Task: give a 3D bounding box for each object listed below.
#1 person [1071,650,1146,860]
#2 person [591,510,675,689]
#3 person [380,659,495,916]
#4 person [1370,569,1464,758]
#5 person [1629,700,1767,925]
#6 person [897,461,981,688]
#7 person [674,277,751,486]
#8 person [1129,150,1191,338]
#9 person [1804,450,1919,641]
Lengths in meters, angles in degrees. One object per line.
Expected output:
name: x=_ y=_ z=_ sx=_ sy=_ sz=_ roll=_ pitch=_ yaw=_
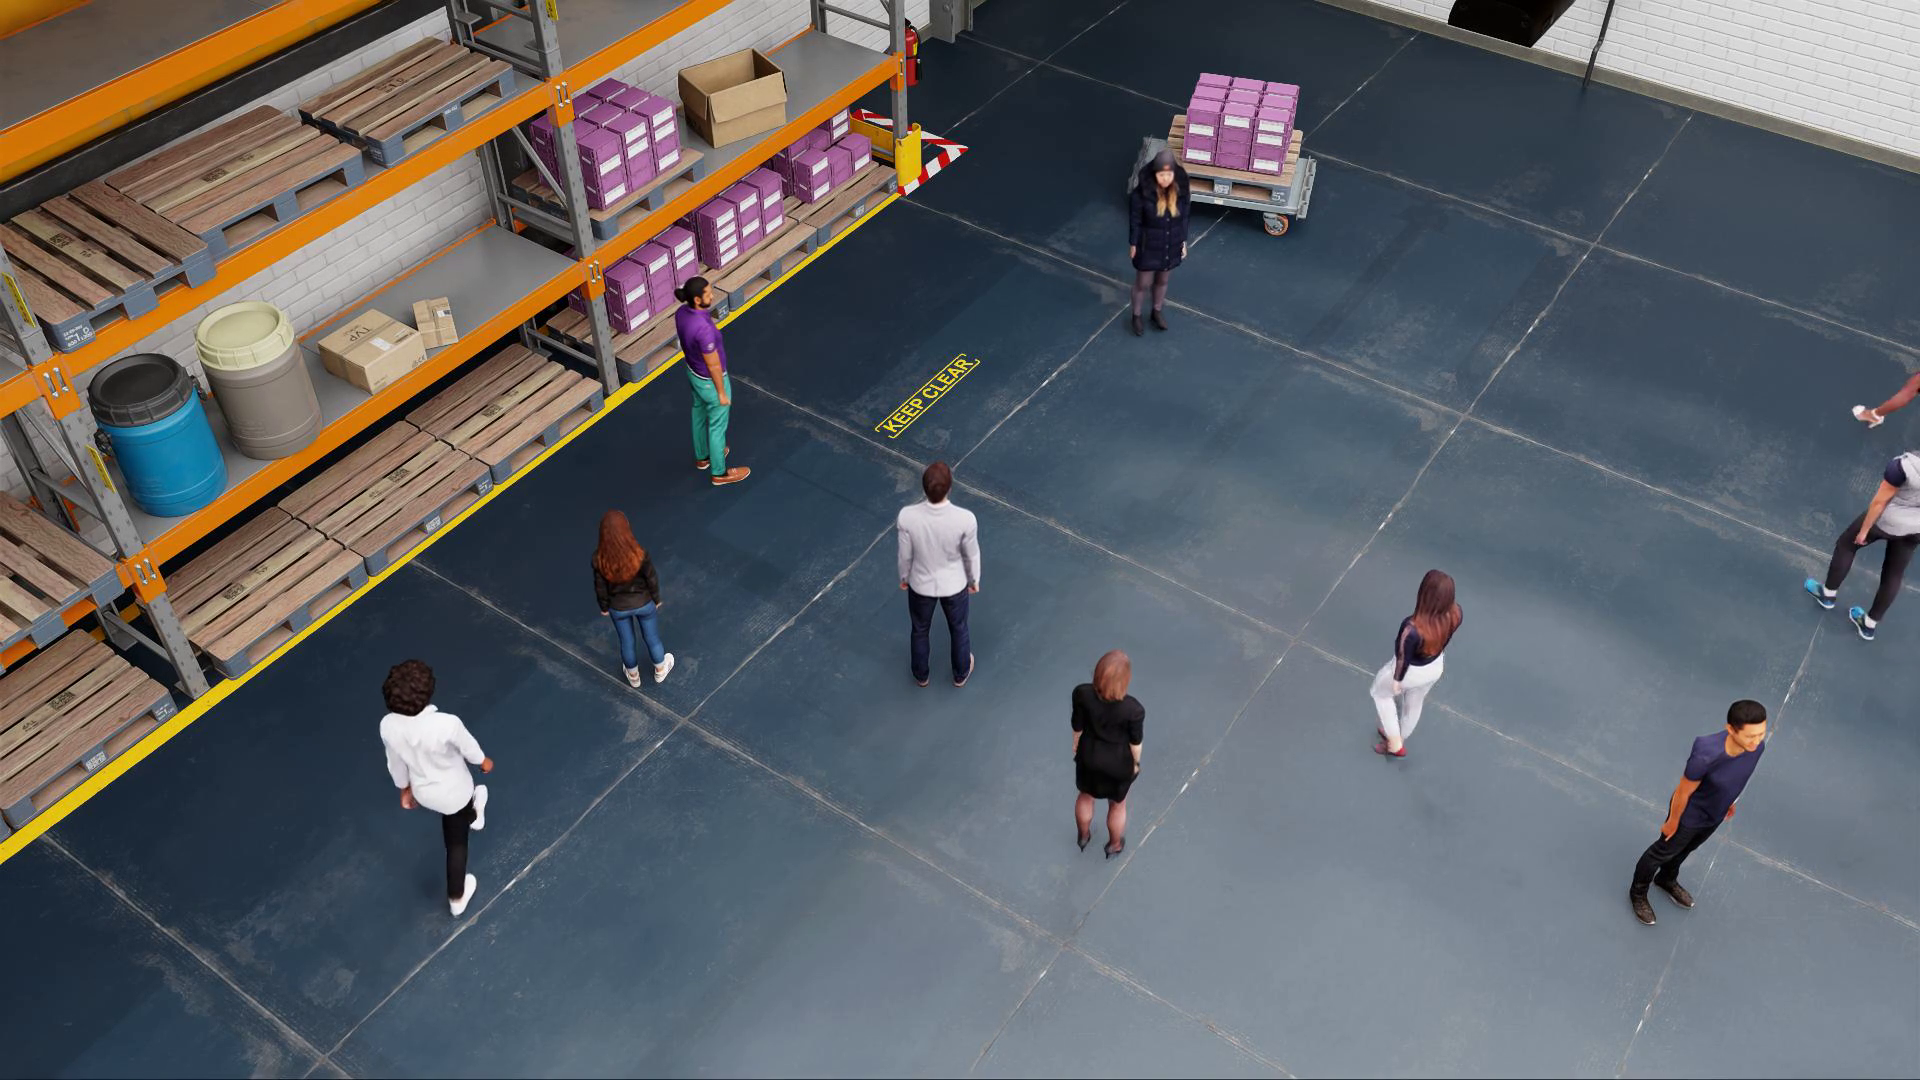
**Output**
person: x=0.852 y=1.275 z=9.755 sx=0.625 sy=1.705 sz=0.566 roll=16 pitch=46 yaw=16
person: x=-2.148 y=0.396 z=10.837 sx=0.636 sy=1.484 sz=0.696 roll=-7 pitch=44 yaw=-8
person: x=-2.990 y=1.461 z=9.518 sx=0.965 sy=1.762 sz=1.191 roll=5 pitch=44 yaw=5
person: x=2.856 y=0.825 z=10.303 sx=0.679 sy=1.600 sz=0.771 roll=-18 pitch=47 yaw=-18
person: x=4.201 y=1.508 z=9.446 sx=0.653 sy=1.793 sz=0.778 roll=-17 pitch=46 yaw=-17
person: x=-0.146 y=0.246 z=10.730 sx=0.762 sy=1.850 sz=0.757 roll=2 pitch=44 yaw=2
person: x=-1.885 y=-1.183 z=12.290 sx=0.665 sy=1.767 sz=0.697 roll=-26 pitch=49 yaw=-25
person: x=1.623 y=-2.473 z=13.710 sx=0.788 sy=1.677 sz=0.859 roll=-10 pitch=45 yaw=-11
person: x=6.279 y=-0.034 z=11.054 sx=0.913 sy=1.807 sz=0.976 roll=-1 pitch=44 yaw=-1
